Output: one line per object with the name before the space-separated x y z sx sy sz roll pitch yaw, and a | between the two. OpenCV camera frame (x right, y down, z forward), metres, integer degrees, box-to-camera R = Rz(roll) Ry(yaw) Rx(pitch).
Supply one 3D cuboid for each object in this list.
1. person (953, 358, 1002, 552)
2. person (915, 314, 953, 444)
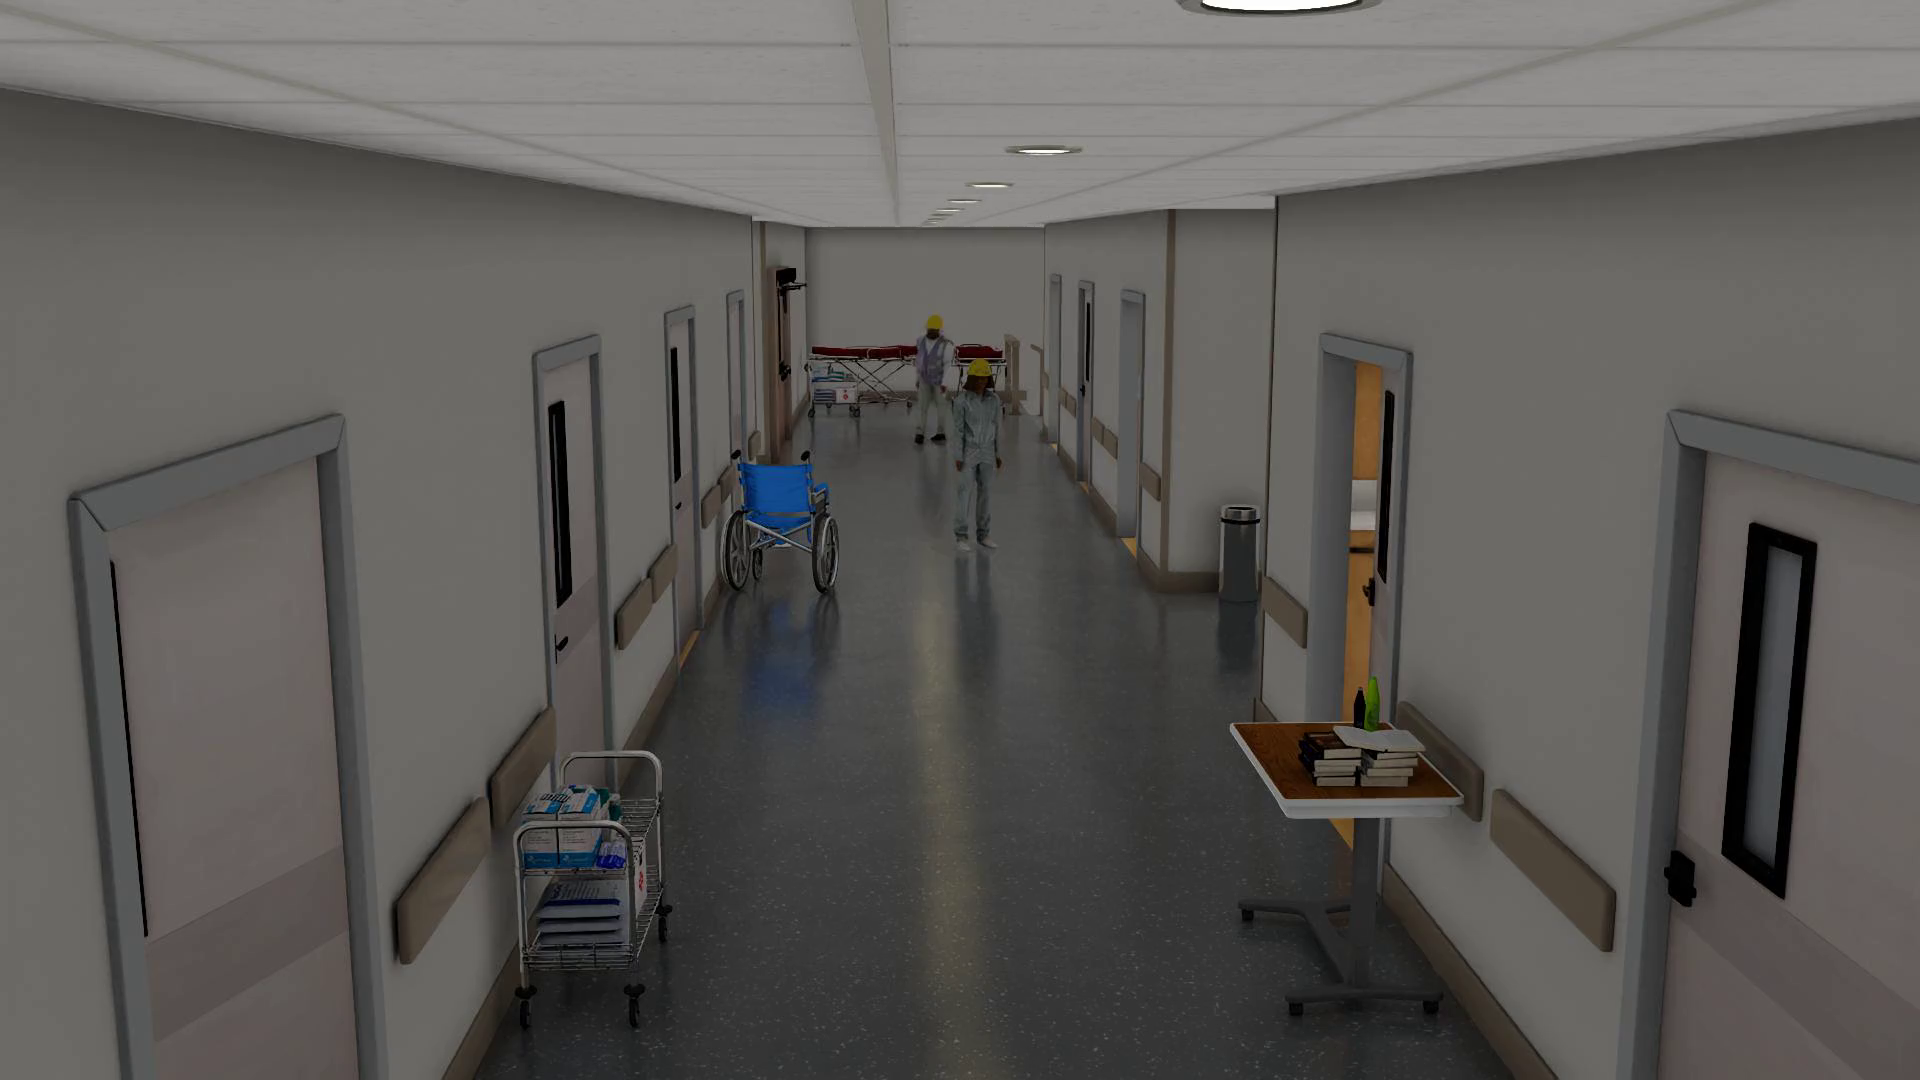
person | 0.169 -0.763 14.940 0.492 1.742 0.320 -6 12 -32
person | -0.393 -2.208 22.880 0.614 1.779 0.861 5 11 24
